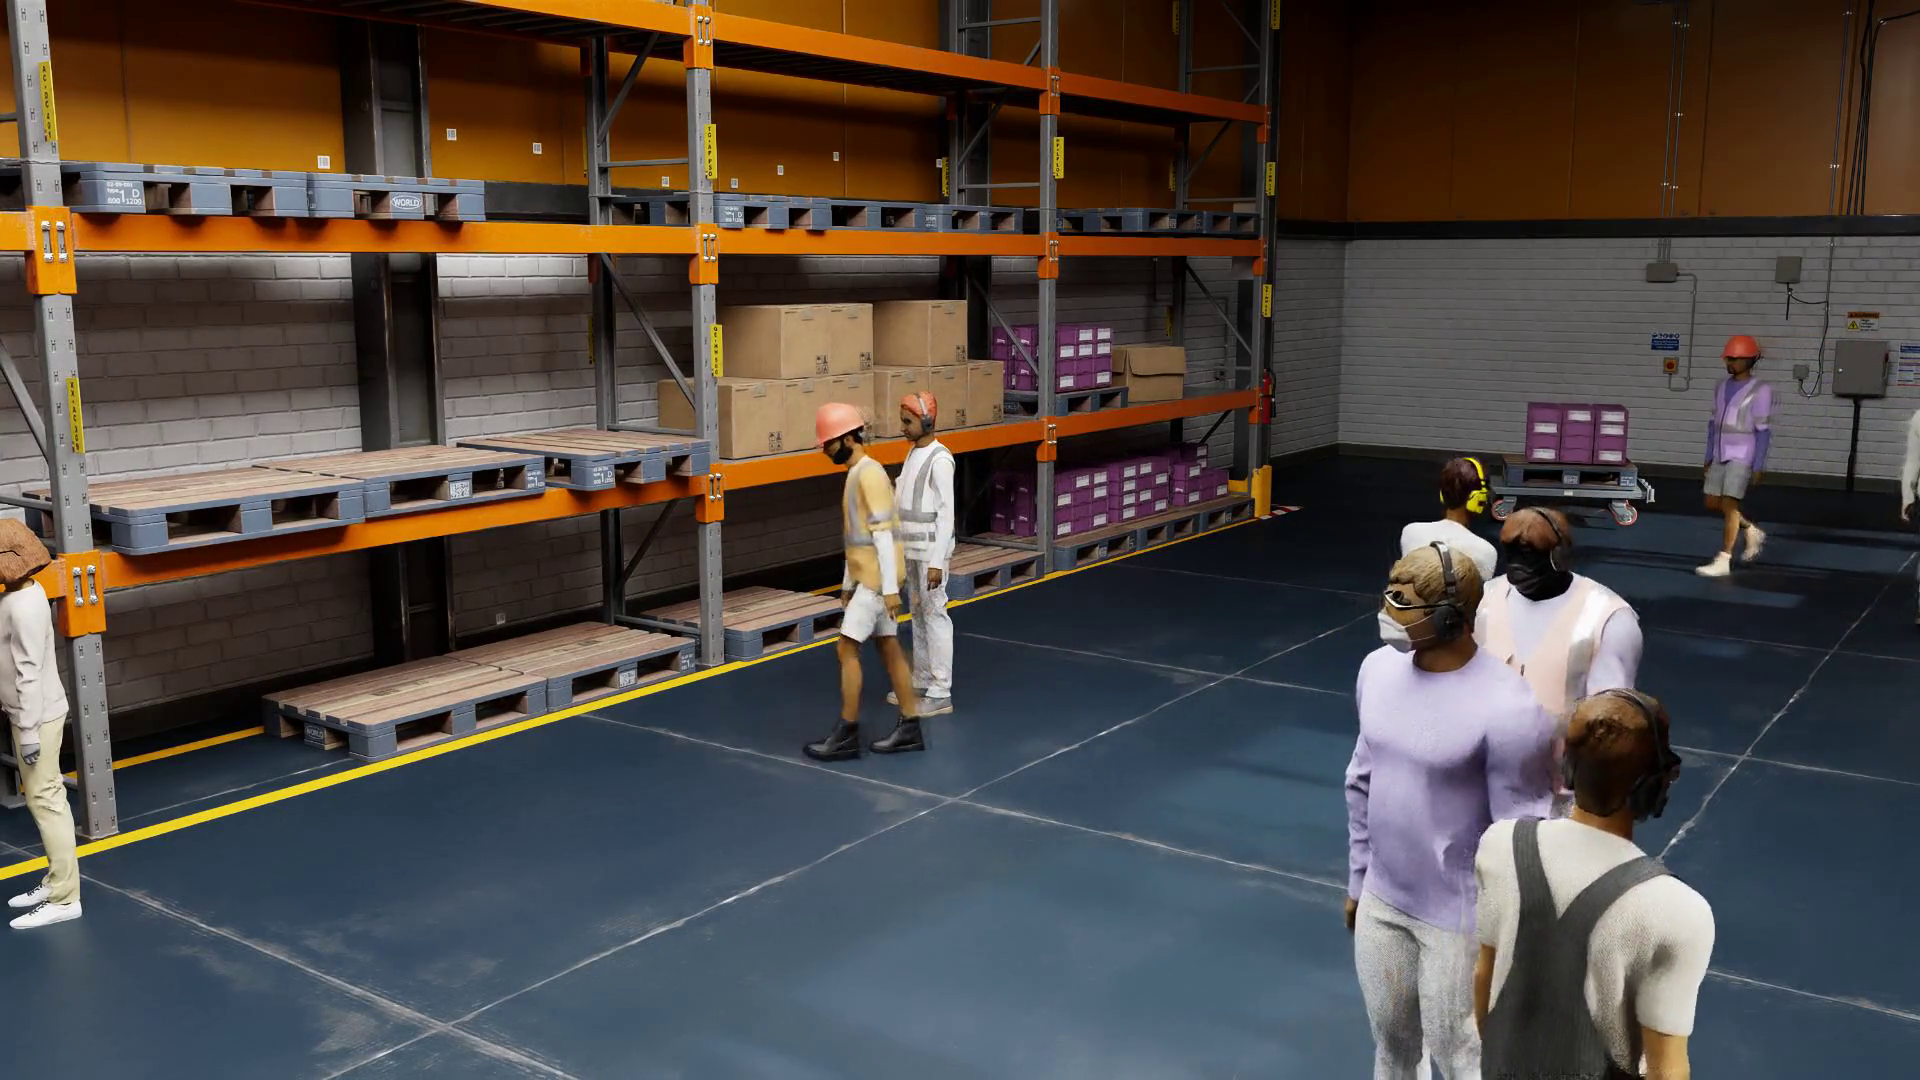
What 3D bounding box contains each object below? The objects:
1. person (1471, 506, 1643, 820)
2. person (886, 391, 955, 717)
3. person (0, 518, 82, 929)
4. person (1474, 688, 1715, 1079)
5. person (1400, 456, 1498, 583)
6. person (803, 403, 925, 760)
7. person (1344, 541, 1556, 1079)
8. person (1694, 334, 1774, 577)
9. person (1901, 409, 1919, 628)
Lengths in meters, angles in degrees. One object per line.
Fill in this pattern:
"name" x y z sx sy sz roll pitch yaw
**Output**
"person" 1.919 0.799 5.572 0.642 1.813 0.700 8 13 40
"person" -0.211 0.077 9.640 0.356 1.887 0.572 -4 10 -21
"person" -3.691 0.718 6.601 0.277 1.629 0.497 -6 11 -30
"person" 1.200 1.180 3.334 0.936 1.812 0.532 -9 13 -42
"person" 2.063 0.540 7.129 1.015 1.811 0.527 -9 13 -42
"person" -0.551 0.222 8.814 0.797 1.874 0.608 -1 10 -5
"person" 1.211 0.955 4.261 0.376 1.937 0.629 -5 11 -27
"person" 6.497 -0.703 13.856 0.665 2.031 0.622 -2 10 -14
"person" 6.917 -0.260 11.548 0.582 1.916 0.655 -6 11 -33
